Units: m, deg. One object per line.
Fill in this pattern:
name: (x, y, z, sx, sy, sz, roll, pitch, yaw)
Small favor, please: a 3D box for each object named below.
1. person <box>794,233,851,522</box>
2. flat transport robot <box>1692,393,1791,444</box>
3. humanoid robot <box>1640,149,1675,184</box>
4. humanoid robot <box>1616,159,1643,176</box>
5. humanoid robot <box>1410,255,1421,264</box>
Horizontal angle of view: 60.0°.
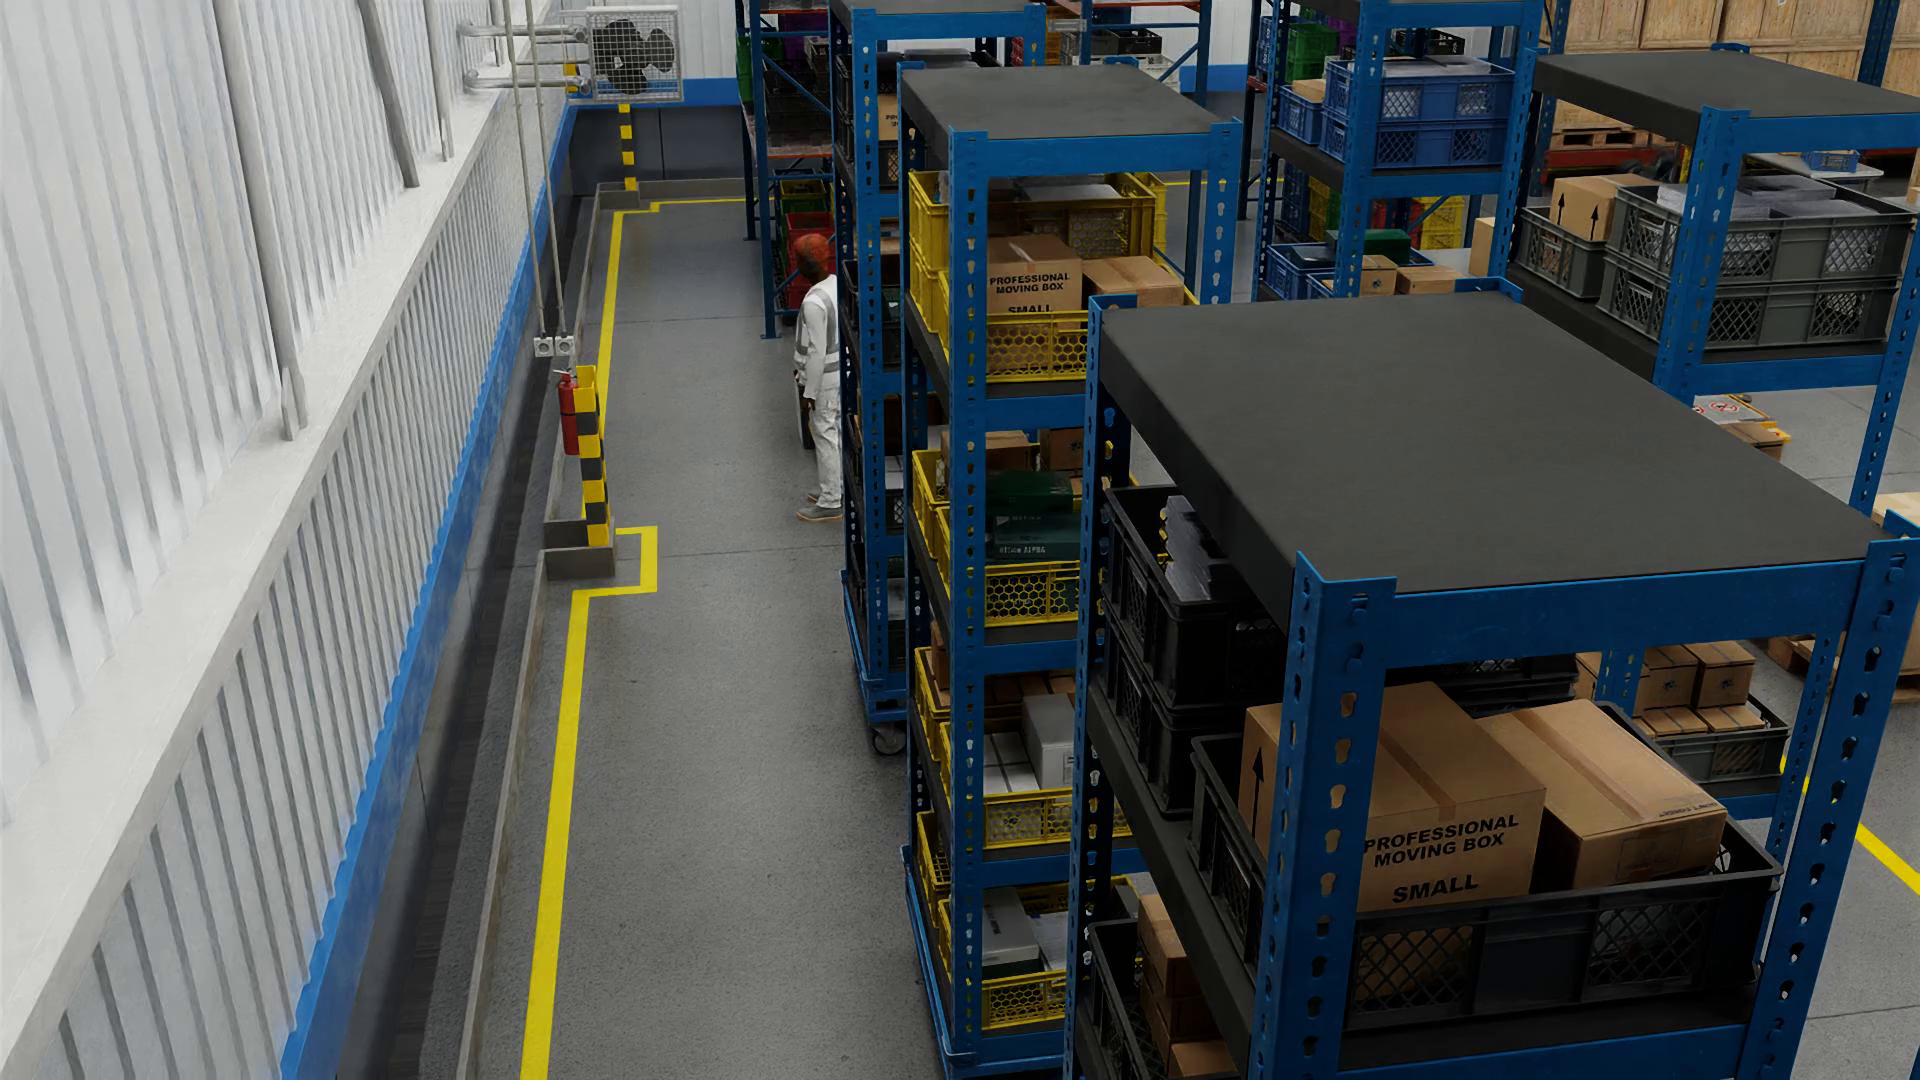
person: (-0.883, -1.028, 10.604, 0.356, 1.881, 0.572, 5, 25, 10)
flat transport robot: (5.224, -0.859, 12.132, 1.431, 0.197, 0.652, -4, 25, -8)
humanoid robot: (5.719, -2.521, 14.130, 0.649, 1.627, 0.488, 15, 29, 30)
humanoid robot: (5.337, -2.268, 13.529, 0.315, 1.656, 0.609, -14, 28, -29)
humanoid robot: (2.912, -1.113, 11.029, 0.581, 1.652, 0.337, 6, 25, 13)
